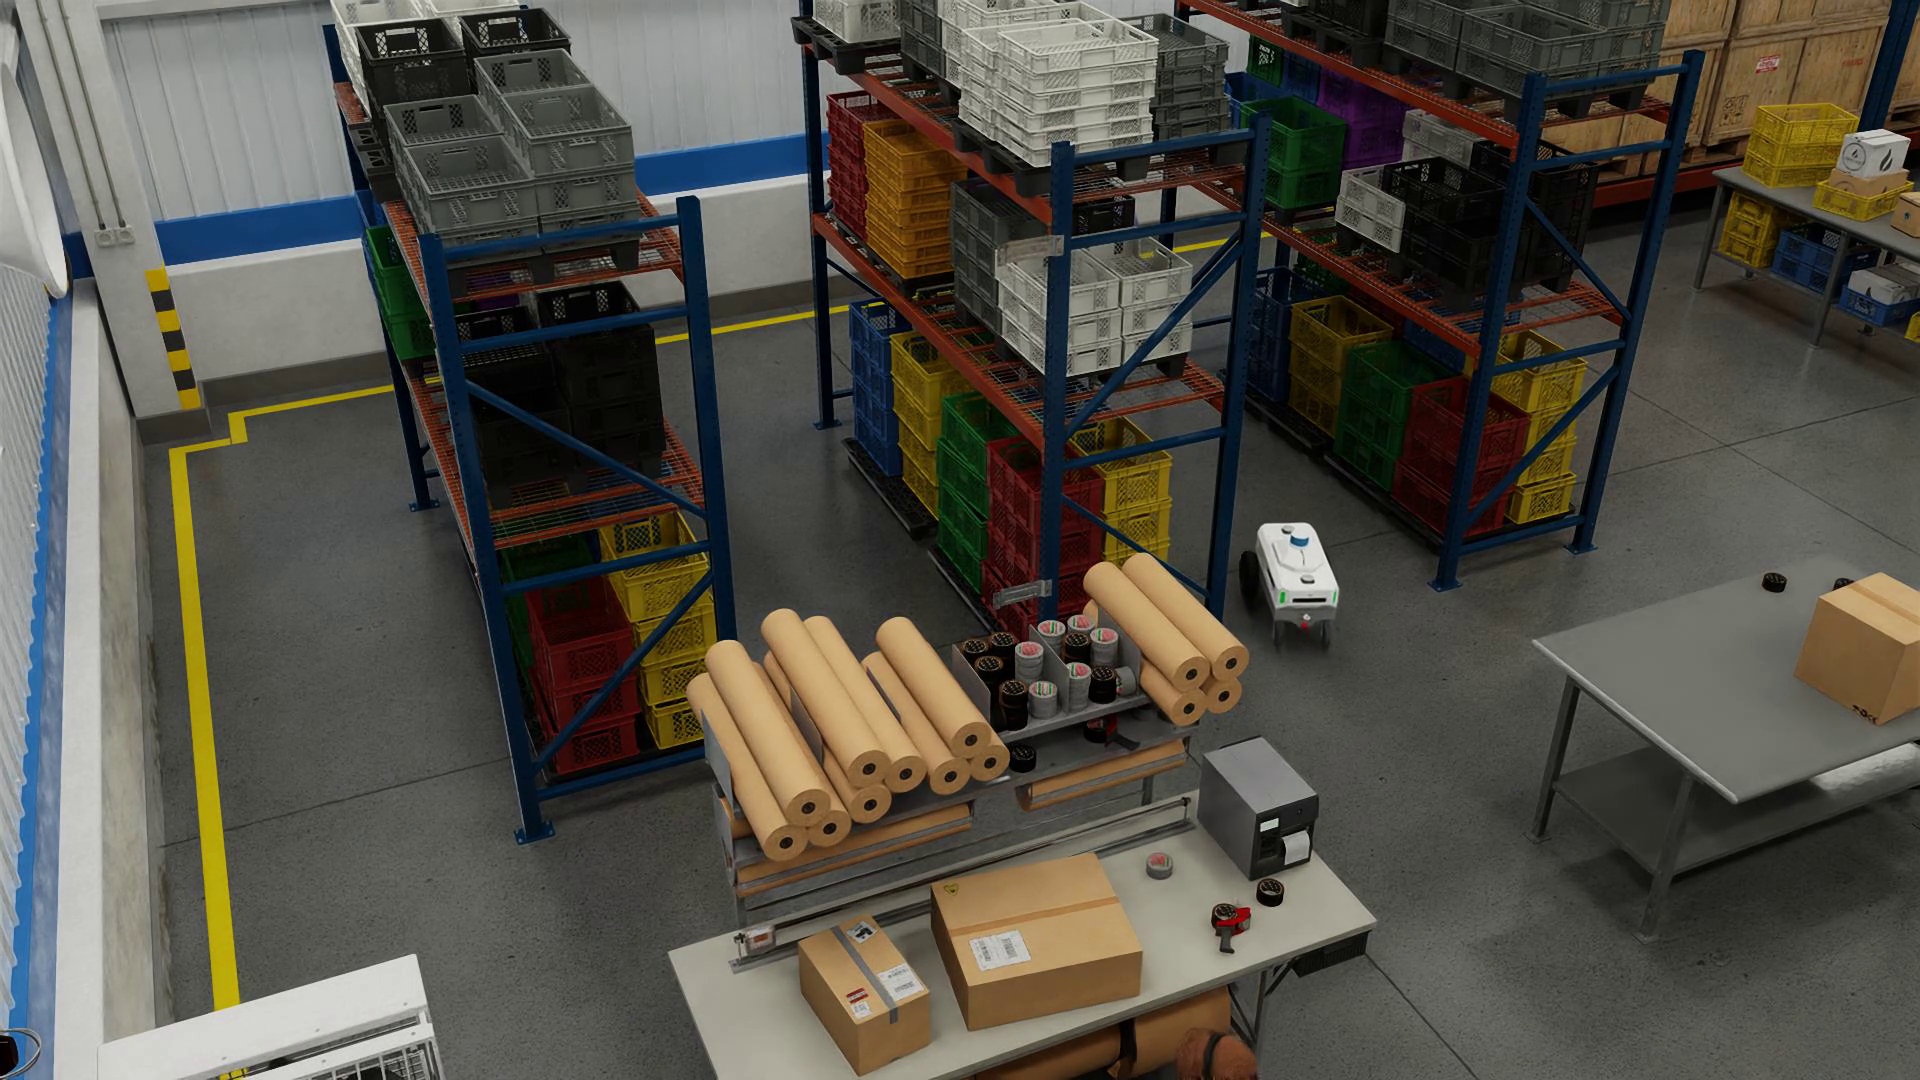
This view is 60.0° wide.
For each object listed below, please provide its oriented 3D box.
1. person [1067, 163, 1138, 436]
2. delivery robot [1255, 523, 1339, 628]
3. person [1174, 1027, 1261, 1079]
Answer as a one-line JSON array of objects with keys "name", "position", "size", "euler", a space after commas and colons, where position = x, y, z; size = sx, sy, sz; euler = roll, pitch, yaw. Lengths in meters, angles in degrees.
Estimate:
[{"name": "person", "position": [0.826, -1.570, 10.916], "size": [0.630, 1.940, 0.370], "euler": [0, 32, 0]}, {"name": "delivery robot", "position": [1.881, 0.170, 9.313], "size": [0.477, 0.478, 0.707], "euler": [-1, 32, -2]}, {"name": "person", "position": [0.758, 2.125, 5.215], "size": [0.524, 1.625, 0.397], "euler": [-17, 36, -26]}]
